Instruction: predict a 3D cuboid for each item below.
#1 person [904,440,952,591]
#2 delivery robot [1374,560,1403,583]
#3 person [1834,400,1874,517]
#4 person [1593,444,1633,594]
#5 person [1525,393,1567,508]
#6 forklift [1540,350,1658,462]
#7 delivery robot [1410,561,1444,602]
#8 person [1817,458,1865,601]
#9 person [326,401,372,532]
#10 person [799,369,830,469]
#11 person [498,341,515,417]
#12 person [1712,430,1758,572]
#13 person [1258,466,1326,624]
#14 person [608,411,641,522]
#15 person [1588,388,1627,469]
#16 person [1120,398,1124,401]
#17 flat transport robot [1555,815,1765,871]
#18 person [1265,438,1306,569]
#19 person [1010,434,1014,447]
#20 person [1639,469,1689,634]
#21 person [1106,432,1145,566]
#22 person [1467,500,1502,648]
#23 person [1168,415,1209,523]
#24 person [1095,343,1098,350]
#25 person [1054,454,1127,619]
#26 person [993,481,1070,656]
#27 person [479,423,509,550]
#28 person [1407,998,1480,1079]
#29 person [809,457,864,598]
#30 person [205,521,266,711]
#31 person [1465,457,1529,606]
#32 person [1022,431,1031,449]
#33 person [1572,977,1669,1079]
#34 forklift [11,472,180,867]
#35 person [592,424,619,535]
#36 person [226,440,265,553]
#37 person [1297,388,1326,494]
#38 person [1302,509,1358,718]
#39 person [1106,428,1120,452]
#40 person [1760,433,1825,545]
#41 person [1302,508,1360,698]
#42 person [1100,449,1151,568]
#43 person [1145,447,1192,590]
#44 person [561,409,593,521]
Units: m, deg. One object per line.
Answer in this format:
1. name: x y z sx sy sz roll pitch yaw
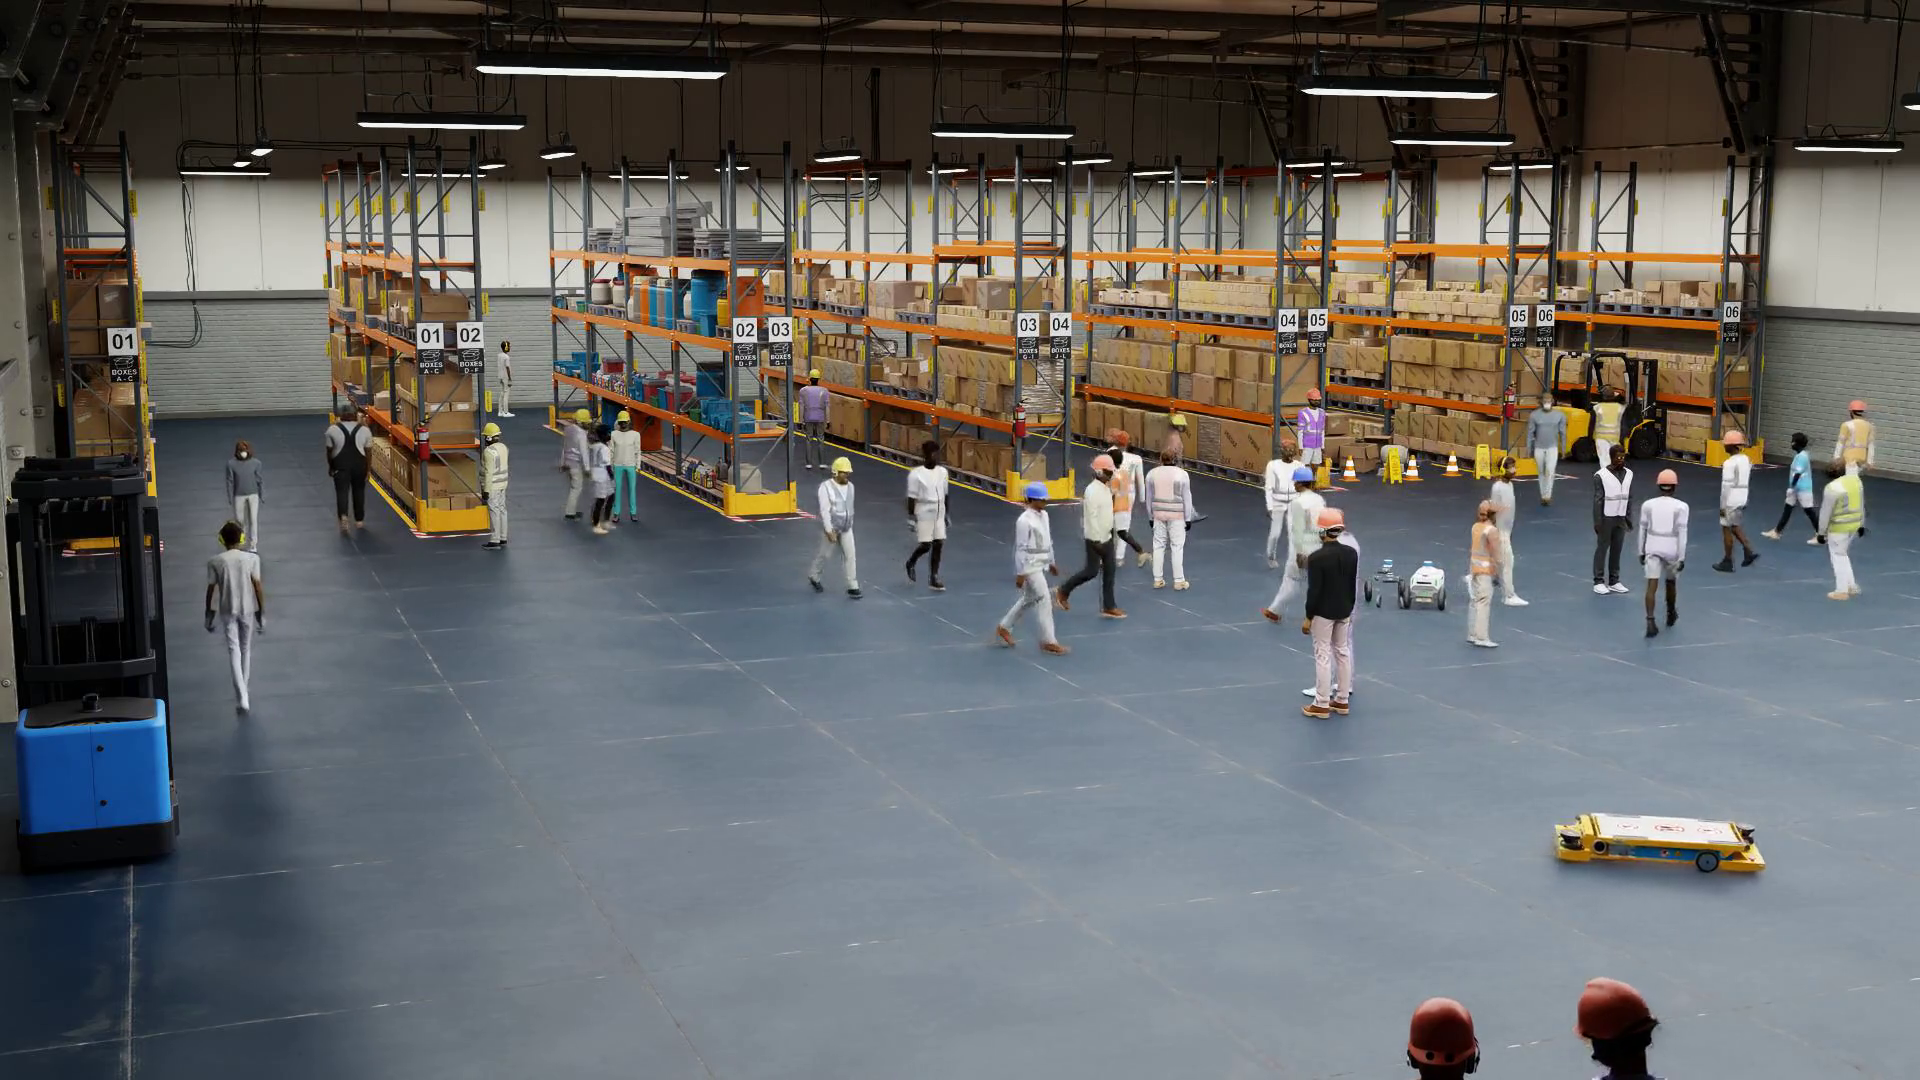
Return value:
1. person: -0.418 -0.332 27.027 0.613 1.947 0.576 -7 11 -38
2. delivery robot: 5.311 0.363 25.988 0.335 0.223 0.698 1 8 6
3. person: 14.454 -1.313 33.807 0.560 1.891 1.007 -2 9 -16
4. person: 8.337 -0.278 26.799 0.587 1.913 0.376 -4 10 -27
5. person: 9.760 -1.494 34.949 0.654 1.886 1.020 4 9 23
6. forklift: 12.897 -2.725 42.309 2.313 2.155 1.214 -3 9 -21
7. delivery robot: 5.780 0.507 25.890 0.477 0.478 0.707 3 9 19
8. person: 11.038 -0.138 26.274 0.693 1.803 0.435 -6 11 -36
9. person: -9.400 -1.142 32.265 0.678 2.000 0.923 -3 9 -19
10. person: -2.810 -2.333 40.441 0.594 1.924 0.382 0 9 -1
11. person: -11.196 -3.964 51.550 0.323 1.865 0.517 -7 11 -39
12. person: 10.513 -0.525 28.385 0.567 1.926 0.508 -7 11 -38
13. person: 3.998 0.085 24.421 0.638 1.888 1.006 -8 12 -44
14. person: -5.325 -1.174 33.247 0.524 1.769 0.308 -2 9 -11
15. person: 11.557 -1.809 37.421 0.631 1.795 1.001 1 9 7
16. person: 3.865 -3.457 48.122 0.636 1.884 0.859 -7 11 -37
17. flat transport robot: 5.193 2.239 15.596 1.431 0.197 0.652 2 9 12
18. person: 4.363 -0.459 28.222 0.574 1.855 0.838 -1 9 -5
19. person: 1.127 -2.623 42.423 0.552 1.913 0.776 -2 9 -14
20. person: 8.126 0.124 24.213 0.560 1.878 1.052 5 10 30
21. person: 2.273 -0.590 29.120 0.607 1.829 0.985 2 9 13
22. person: 5.859 0.367 23.396 0.310 1.638 0.522 -2 9 -12
23. person: 3.477 -1.110 32.928 0.882 1.718 0.550 0 9 2
24. person: 3.429 -3.821 50.514 0.646 1.882 0.768 -7 11 -37
25. person: 1.583 -0.052 25.086 0.806 1.975 0.610 5 10 28
26. person: 0.773 0.284 23.064 0.924 1.913 0.603 3 9 21
27. person: -6.785 -0.789 30.459 0.404 1.832 0.597 2 9 12
28. person: 1.689 2.581 7.448 0.622 1.993 0.384 2 9 11
29. person: -1.595 -0.183 26.582 0.575 1.788 0.920 -7 11 -39
30. person: -7.087 0.725 20.437 0.531 1.817 0.987 -4 10 -27
31. person: 6.702 -0.135 26.069 0.803 1.849 0.521 6 11 36
32. person: 1.150 -2.334 40.180 0.614 2.018 0.915 -3 9 -19
33. person: 2.450 2.565 7.625 0.663 1.971 1.045 2 9 11
34. forklift: -6.630 0.886 15.957 1.129 2.768 1.873 -3 9 -21
35. person: -5.365 -0.917 31.820 0.575 1.678 0.537 -3 9 -18
36. person: -10.294 -0.642 30.192 0.506 1.621 0.429 -3 9 -18
37. person: 5.994 -1.617 35.628 0.543 1.938 0.357 -4 9 -25
38. person: 3.526 0.695 20.023 0.611 1.996 0.379 -6 10 -33
39. person: 2.338 -0.884 31.750 0.279 1.634 0.498 5 10 29
40. person: 12.348 -0.758 30.861 0.889 1.644 0.546 2 9 15
41. person: 3.717 0.623 20.898 0.425 1.887 0.661 6 10 35
42. person: 2.226 -0.422 28.618 0.829 1.659 0.533 3 9 17
43. person: 2.715 -0.287 27.080 0.628 1.844 0.429 5 10 28
44. person: -6.089 -1.200 33.346 0.488 1.791 0.616 -5 10 -30
